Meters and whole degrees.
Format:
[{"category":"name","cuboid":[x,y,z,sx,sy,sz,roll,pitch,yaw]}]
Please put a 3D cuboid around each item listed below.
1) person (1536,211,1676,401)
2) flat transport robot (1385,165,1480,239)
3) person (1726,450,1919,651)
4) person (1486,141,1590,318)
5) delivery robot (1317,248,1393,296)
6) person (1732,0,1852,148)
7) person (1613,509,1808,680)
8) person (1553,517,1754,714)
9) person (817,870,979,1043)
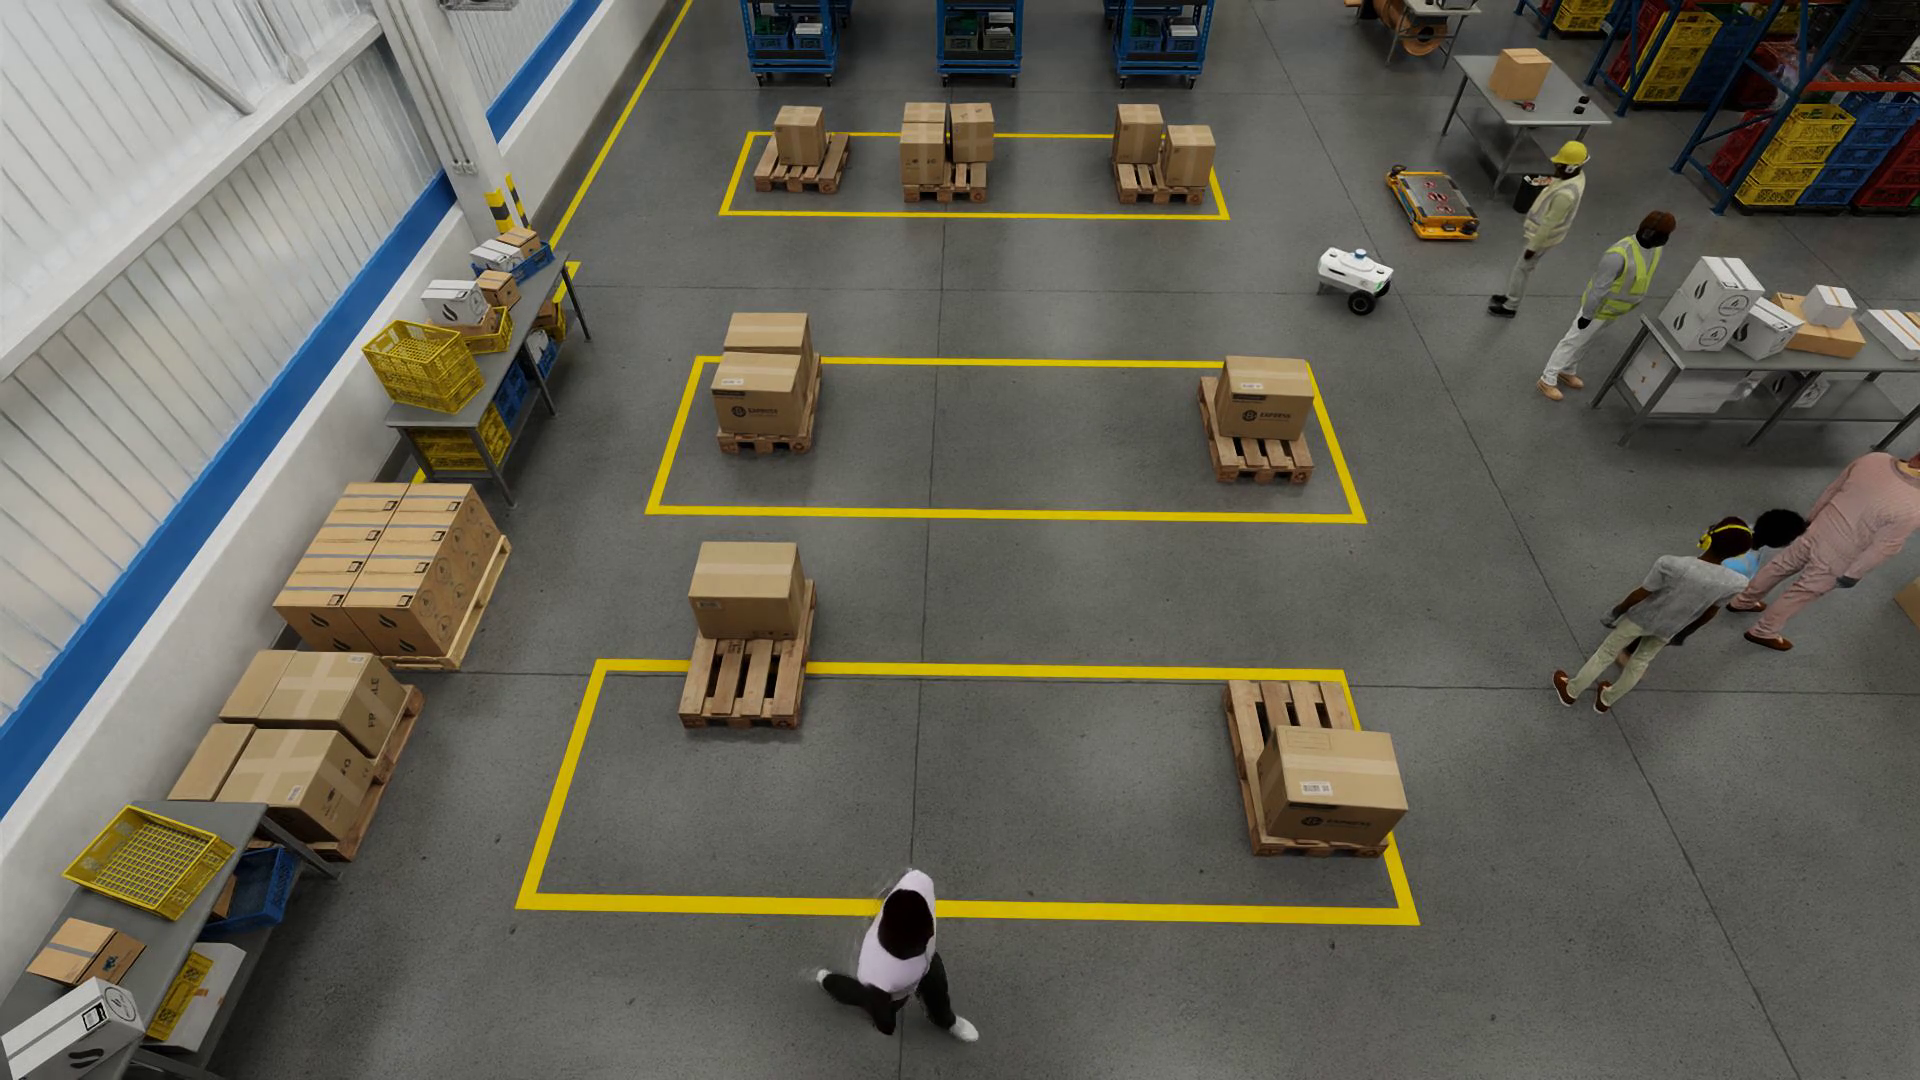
[{"category":"person","cuboid":[5.864,-2.115,8.316,0.626,1.842,0.429,-24,53,-20]},{"category":"flat transport robot","cuboid":[5.692,-4.094,11.059,0.652,0.197,1.431,1,49,1]},{"category":"person","cuboid":[6.185,0.023,6.424,0.399,1.905,0.642,5,49,5]},{"category":"person","cuboid":[5.791,-3.069,9.161,0.448,1.807,0.606,25,54,20]},{"category":"delivery robot","cuboid":[4.177,-2.850,9.735,0.707,0.478,0.477,30,56,24]},{"category":"person","cuboid":[10.450,-5.817,11.471,0.734,1.923,0.654,-4,49,-4]},{"category":"person","cuboid":[5.065,0.372,6.272,0.346,1.679,0.546,33,57,25]},{"category":"person","cuboid":[4.540,0.526,6.012,0.512,1.869,0.328,15,51,13]},{"category":"person","cuboid":[-0.351,2.118,4.627,0.871,1.889,0.604,20,52,17]}]
